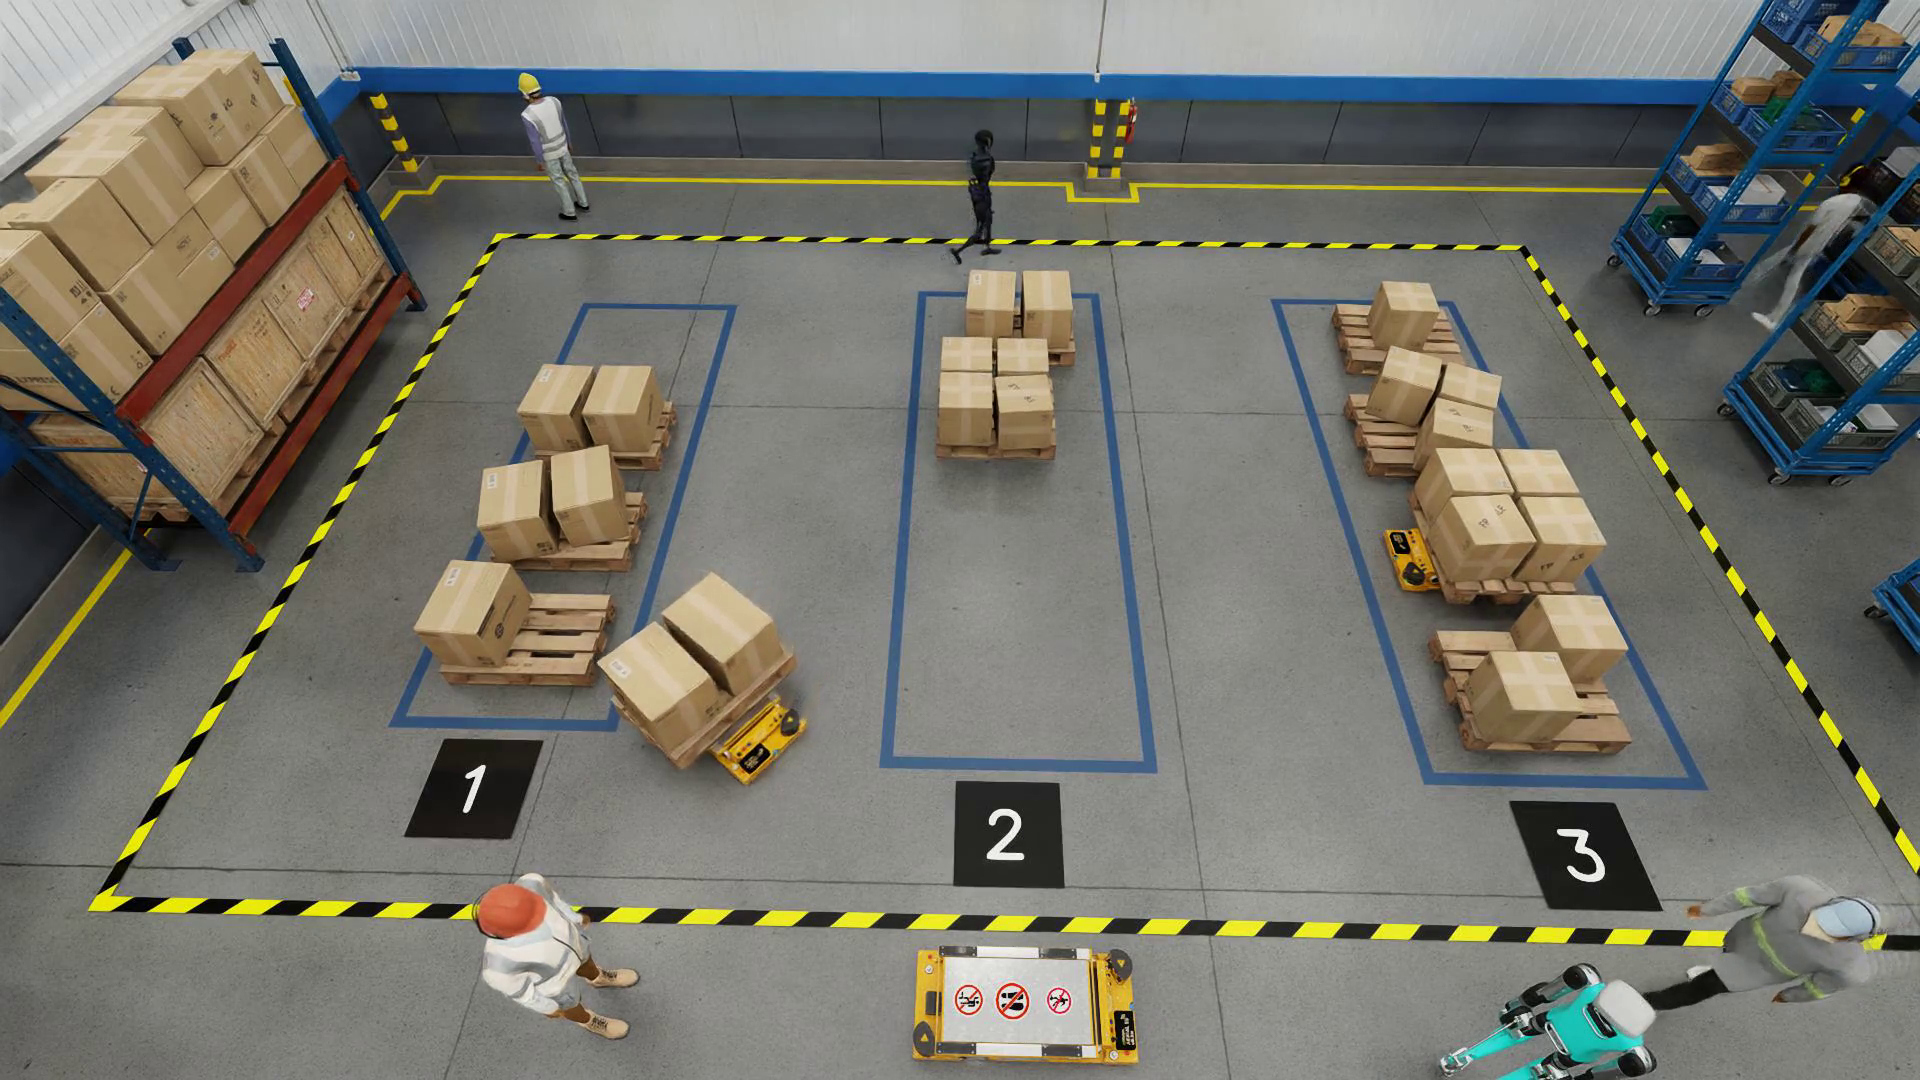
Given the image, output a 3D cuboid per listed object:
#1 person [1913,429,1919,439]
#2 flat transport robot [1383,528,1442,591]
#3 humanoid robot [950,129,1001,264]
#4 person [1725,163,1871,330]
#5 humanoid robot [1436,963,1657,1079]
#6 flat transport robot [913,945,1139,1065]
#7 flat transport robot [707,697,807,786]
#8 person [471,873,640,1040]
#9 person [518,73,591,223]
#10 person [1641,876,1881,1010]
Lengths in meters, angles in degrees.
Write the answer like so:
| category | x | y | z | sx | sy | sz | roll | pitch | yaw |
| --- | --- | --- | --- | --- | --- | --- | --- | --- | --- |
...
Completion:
| category | x | y | z | sx | sy | sz | roll | pitch | yaw |
| --- | --- | --- | --- | --- | --- | --- | --- | --- | --- |
| person | 10.251 | -1.854 | 8.993 | 0.531 | 1.828 | 0.908 | 31 | 57 | 23 |
| flat transport robot | 4.689 | 0.155 | 8.342 | 1.431 | 0.197 | 0.652 | 1 | 51 | 1 |
| humanoid robot | 0.192 | -4.090 | 10.923 | 0.650 | 1.640 | 0.589 | -8 | 51 | -7 |
| person | 9.289 | -3.321 | 10.190 | 0.519 | 1.820 | 0.954 | -10 | 52 | -8 |
| humanoid robot | 3.093 | 2.872 | 5.110 | 0.735 | 1.677 | 0.533 | -11 | 52 | -9 |
| flat transport robot | 0.422 | 3.041 | 6.007 | 1.431 | 0.231 | 0.659 | 1 | 51 | 1 |
| flat transport robot | -1.978 | 1.288 | 7.418 | 1.431 | 0.197 | 0.652 | 33 | 58 | 24 |
| person | -2.333 | 2.445 | 5.354 | 0.378 | 2.037 | 0.605 | 0 | 51 | 0 |
| person | -5.102 | -4.884 | 11.458 | 0.404 | 1.830 | 0.601 | 22 | 54 | 17 |
| person | 4.777 | 2.464 | 5.490 | 0.985 | 1.797 | 0.604 | -1 | 51 | -1 |
